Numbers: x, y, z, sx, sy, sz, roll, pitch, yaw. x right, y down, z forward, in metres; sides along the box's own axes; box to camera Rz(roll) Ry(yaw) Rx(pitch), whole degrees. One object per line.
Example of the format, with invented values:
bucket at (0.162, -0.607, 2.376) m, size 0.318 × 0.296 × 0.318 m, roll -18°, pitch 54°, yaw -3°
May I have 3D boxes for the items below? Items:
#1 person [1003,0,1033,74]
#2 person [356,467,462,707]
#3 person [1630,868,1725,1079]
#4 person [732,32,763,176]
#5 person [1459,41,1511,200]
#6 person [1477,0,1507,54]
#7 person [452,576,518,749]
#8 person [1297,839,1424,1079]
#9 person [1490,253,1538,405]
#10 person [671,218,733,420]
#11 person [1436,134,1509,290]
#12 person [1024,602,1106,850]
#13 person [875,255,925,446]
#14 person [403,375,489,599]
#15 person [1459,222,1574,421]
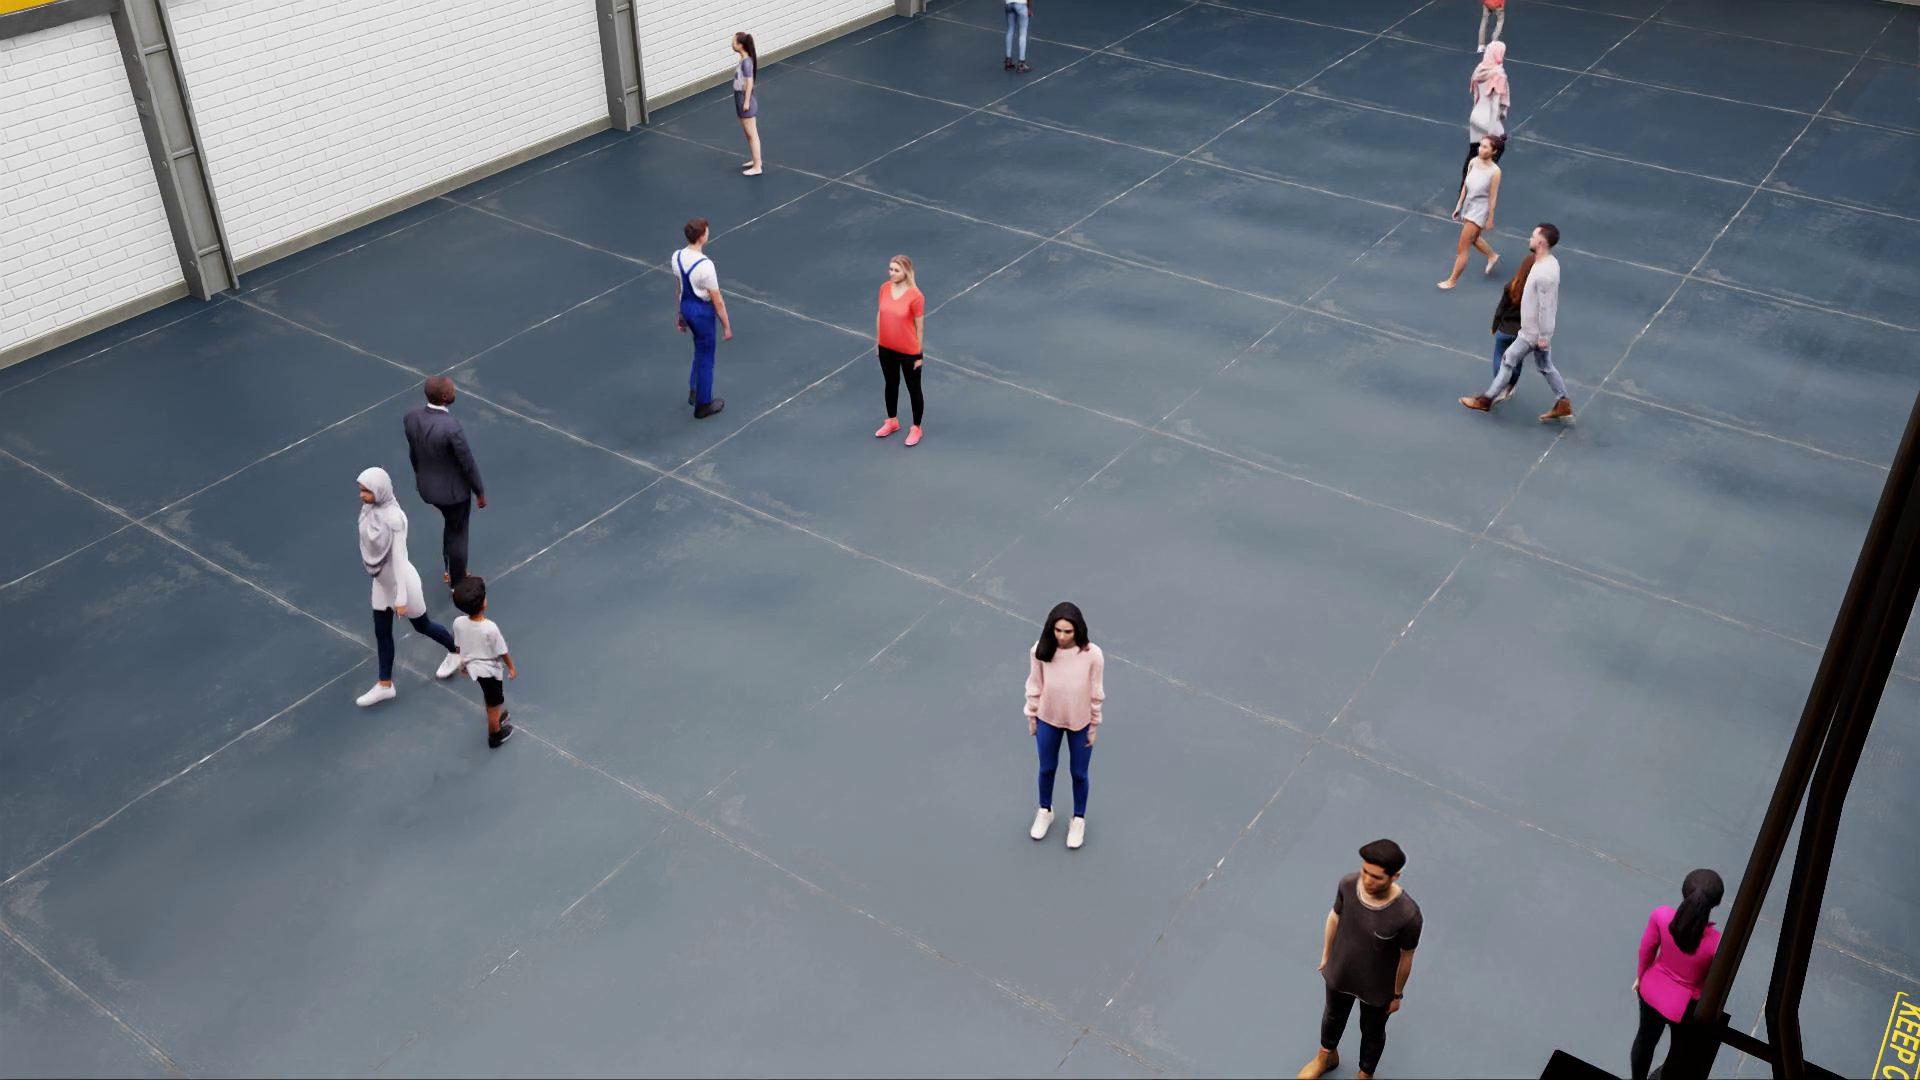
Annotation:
person at (0.772, -7.214, 22.476) m, size 0.590 × 1.719 × 0.520 m, roll 23°, pitch 40°, yaw 31°
person at (-3.713, 0.276, 11.186) m, size 0.711 × 1.742 × 1.073 m, roll 25°, pitch 41°, yaw 33°
person at (3.469, 2.312, 8.172) m, size 0.961 × 1.689 × 0.732 m, roll -26°, pitch 41°, yaw -33°
person at (-2.458, -5.082, 19.331) m, size 0.726 × 1.650 × 0.651 m, roll -3°, pitch 34°, yaw -5°
person at (5.774, -4.629, 18.523) m, size 0.827 × 1.791 × 0.784 m, roll -14°, pitch 36°, yaw -20°
person at (7.406, -7.494, 23.176) m, size 0.669 × 1.411 × 0.613 m, roll -23°, pitch 40°, yaw -31°
person at (-3.121, 0.838, 10.789) m, size 0.584 × 1.247 × 0.628 m, roll 11°, pitch 35°, yaw 16°
person at (2.040, 2.155, 8.383) m, size 0.630 × 1.717 × 0.568 m, roll 25°, pitch 41°, yaw 32°
person at (4.883, -1.820, 14.585) m, size 0.717 × 1.471 × 0.841 m, roll 7°, pitch 34°, yaw 11°
person at (-2.312, -1.868, 14.325) m, size 0.662 × 1.838 × 0.605 m, roll 23°, pitch 40°, yaw 30°
person at (5.255, -3.312, 16.735) m, size 1.089 × 1.576 × 0.931 m, roll -12°, pitch 35°, yaw -17°
person at (0.633, 1.087, 9.946) m, size 0.705 × 1.766 × 0.680 m, roll 7°, pitch 34°, yaw 11°
person at (-0.493, -1.623, 14.088) m, size 0.603 × 1.694 × 0.546 m, roll 18°, pitch 37°, yaw 24°
person at (-3.773, -0.329, 12.040) m, size 0.725 × 1.806 × 0.608 m, roll 19°, pitch 38°, yaw 26°
person at (5.037, -1.806, 14.281) m, size 0.993 × 1.785 × 1.223 m, roll 11°, pitch 35°, yaw 16°
